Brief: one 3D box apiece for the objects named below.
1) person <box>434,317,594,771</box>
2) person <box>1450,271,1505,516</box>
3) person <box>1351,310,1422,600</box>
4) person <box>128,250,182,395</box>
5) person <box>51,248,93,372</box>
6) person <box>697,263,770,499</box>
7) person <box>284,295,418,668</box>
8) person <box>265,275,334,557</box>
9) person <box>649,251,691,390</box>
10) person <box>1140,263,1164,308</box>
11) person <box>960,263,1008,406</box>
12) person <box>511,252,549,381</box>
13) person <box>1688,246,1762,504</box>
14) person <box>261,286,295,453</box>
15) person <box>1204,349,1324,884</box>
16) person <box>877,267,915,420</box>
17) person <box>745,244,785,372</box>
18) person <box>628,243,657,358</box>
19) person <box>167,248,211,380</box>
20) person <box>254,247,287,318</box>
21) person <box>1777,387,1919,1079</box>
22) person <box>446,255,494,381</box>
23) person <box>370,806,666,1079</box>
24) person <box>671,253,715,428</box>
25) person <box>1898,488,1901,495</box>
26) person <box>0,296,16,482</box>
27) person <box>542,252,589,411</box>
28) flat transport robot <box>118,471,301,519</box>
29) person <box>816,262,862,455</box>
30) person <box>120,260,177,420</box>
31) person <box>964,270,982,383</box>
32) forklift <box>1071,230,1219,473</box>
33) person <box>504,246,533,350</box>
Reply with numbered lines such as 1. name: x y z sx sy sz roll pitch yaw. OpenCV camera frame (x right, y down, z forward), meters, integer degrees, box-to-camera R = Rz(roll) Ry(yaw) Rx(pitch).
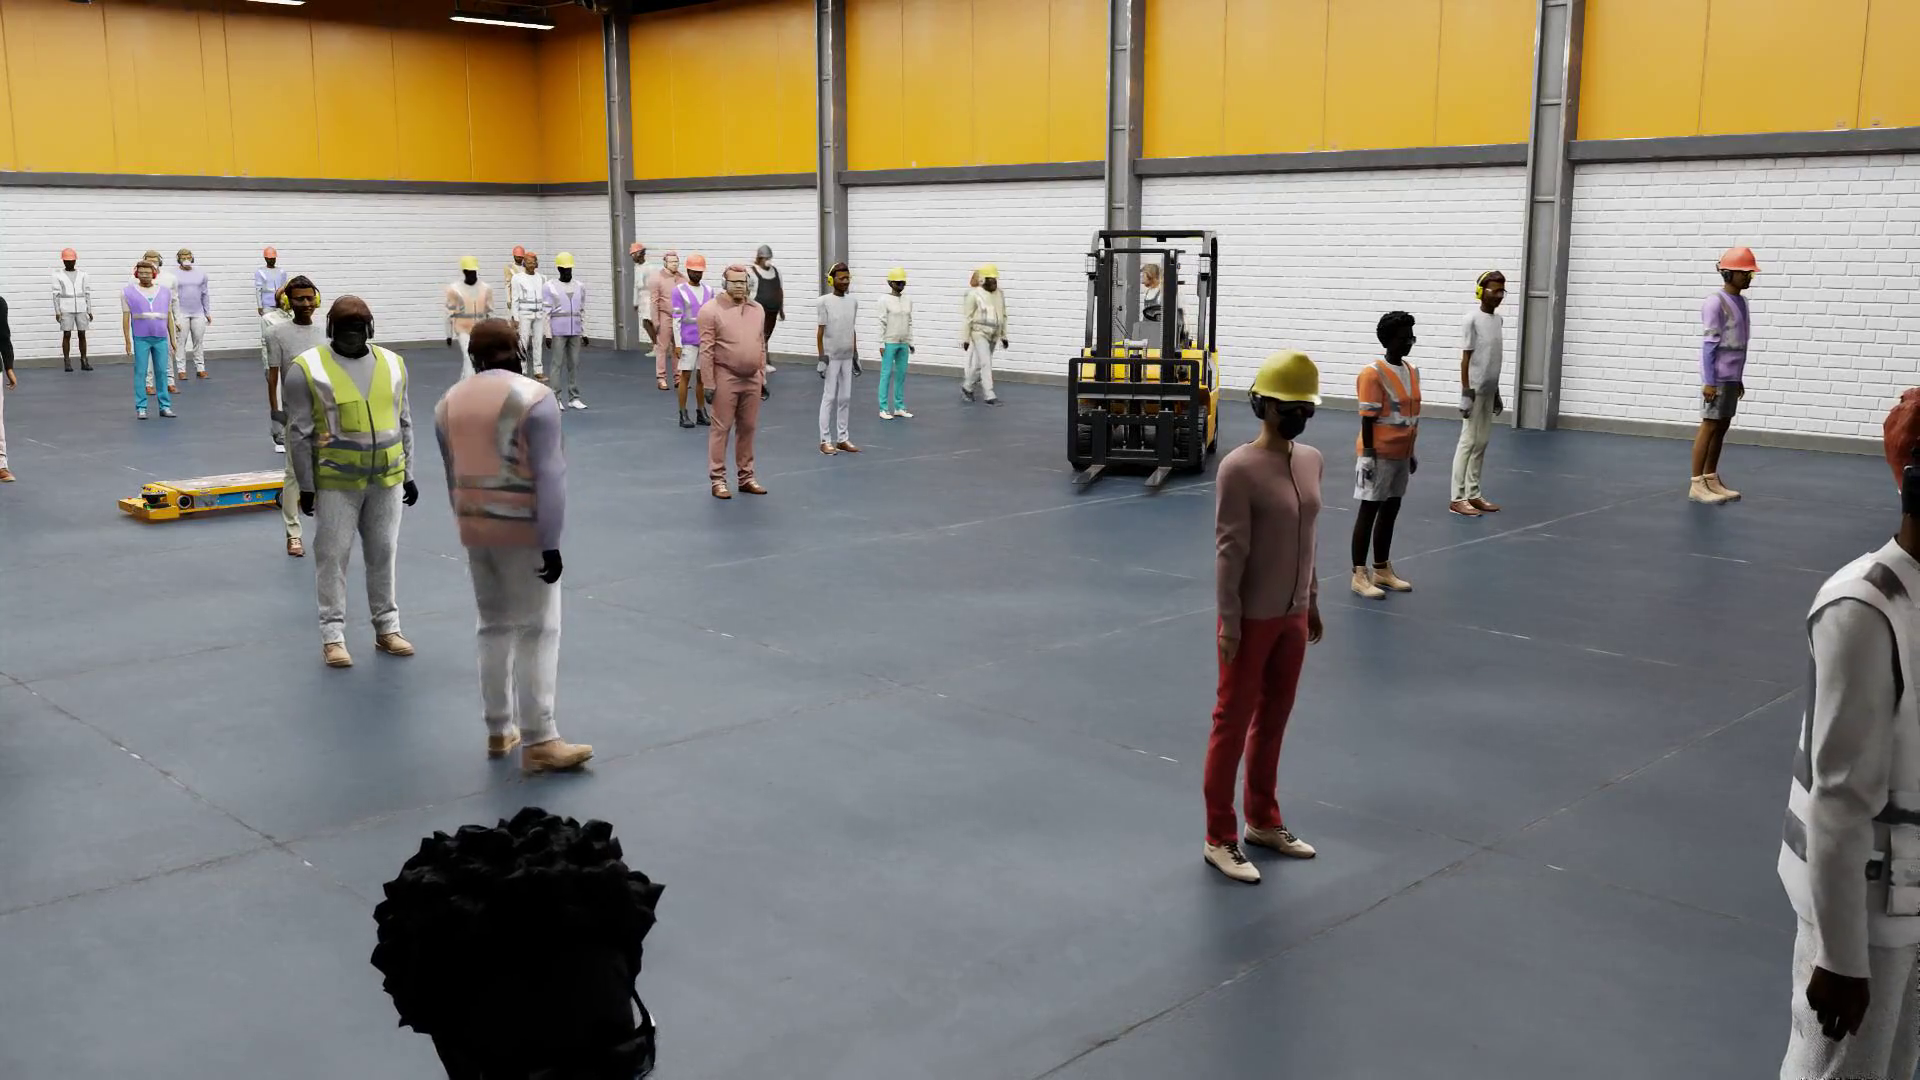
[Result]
1. person: -1.788 0.009 6.758 0.764 1.803 0.459 7 12 32
2. person: 4.001 -1.121 12.737 0.521 1.865 0.319 -9 14 -42
3. person: 2.532 -0.506 9.839 0.538 1.695 0.320 -9 14 -42
4. person: -10.784 -2.918 22.338 0.631 1.936 0.362 -9 14 -42
5. person: -13.934 -3.617 26.154 0.549 1.934 0.374 -9 14 -42
6. person: -1.815 -1.294 13.574 0.645 1.905 0.400 -9 14 -42
7. person: -3.006 -0.298 8.317 0.627 1.840 0.429 -9 14 -42
8. person: -4.360 -0.831 11.145 0.521 1.870 0.319 -9 14 -42
9. person: -3.980 -3.034 23.057 0.645 1.907 0.400 -9 14 -42
10. person: 2.400 -2.363 19.682 0.448 1.803 0.651 -5 12 -26
11. person: 0.273 -2.606 21.035 0.595 1.797 0.880 -9 14 -42
12. person: -6.263 -3.252 24.308 0.578 1.881 0.346 -9 14 -42
13. person: 6.125 -1.309 13.277 0.611 2.042 0.395 -9 14 -42
14. person: -6.616 -1.683 16.417 0.517 1.639 0.313 -9 14 -42
15. person: 1.046 0.246 5.556 0.528 1.765 0.327 -9 14 -42
16. person: -0.731 -2.290 19.378 0.528 1.767 0.329 -9 14 -42
17. person: -3.147 -3.686 26.243 0.686 2.000 0.964 -9 14 -42
18. person: -5.402 -4.132 28.788 0.633 1.993 0.624 -7 12 -33
19. person: -11.424 -3.342 24.647 0.631 1.938 0.362 -9 14 -42
20. person: -11.749 -4.043 28.472 0.549 1.936 0.377 -9 14 -42
21. person: 1.665 0.659 2.982 0.578 1.882 0.346 -9 14 -42
22. person: -6.338 -2.715 21.391 0.590 1.891 0.927 -9 14 -42
23. person: -0.346 1.038 1.423 0.538 1.695 0.320 -9 14 -42
24. person: -2.933 -2.218 18.525 0.549 1.934 0.374 -9 14 -42
25. person: 4.375 -0.158 7.345 0.591 1.916 0.383 -9 14 -42
26. person: -8.449 -1.468 14.281 0.616 1.990 0.393 -9 14 -42
27. person: -4.809 -2.550 20.356 0.591 1.926 0.386 -9 14 -42
28. flat transport robot: -5.715 -0.372 13.004 1.431 0.197 0.652 -10 14 -44
29. person: -1.175 -1.769 16.268 0.521 1.865 0.319 -9 14 -42
30. person: -9.457 -2.334 19.413 0.566 1.841 0.381 -9 14 -42
31. person: 0.257 -3.057 23.920 0.503 1.632 0.271 -9 14 -42
32. forklift: 1.804 -1.825 15.677 1.214 2.155 2.313 2 11 13
33. person: -8.185 -4.498 30.962 0.549 1.934 0.374 -9 14 -42
